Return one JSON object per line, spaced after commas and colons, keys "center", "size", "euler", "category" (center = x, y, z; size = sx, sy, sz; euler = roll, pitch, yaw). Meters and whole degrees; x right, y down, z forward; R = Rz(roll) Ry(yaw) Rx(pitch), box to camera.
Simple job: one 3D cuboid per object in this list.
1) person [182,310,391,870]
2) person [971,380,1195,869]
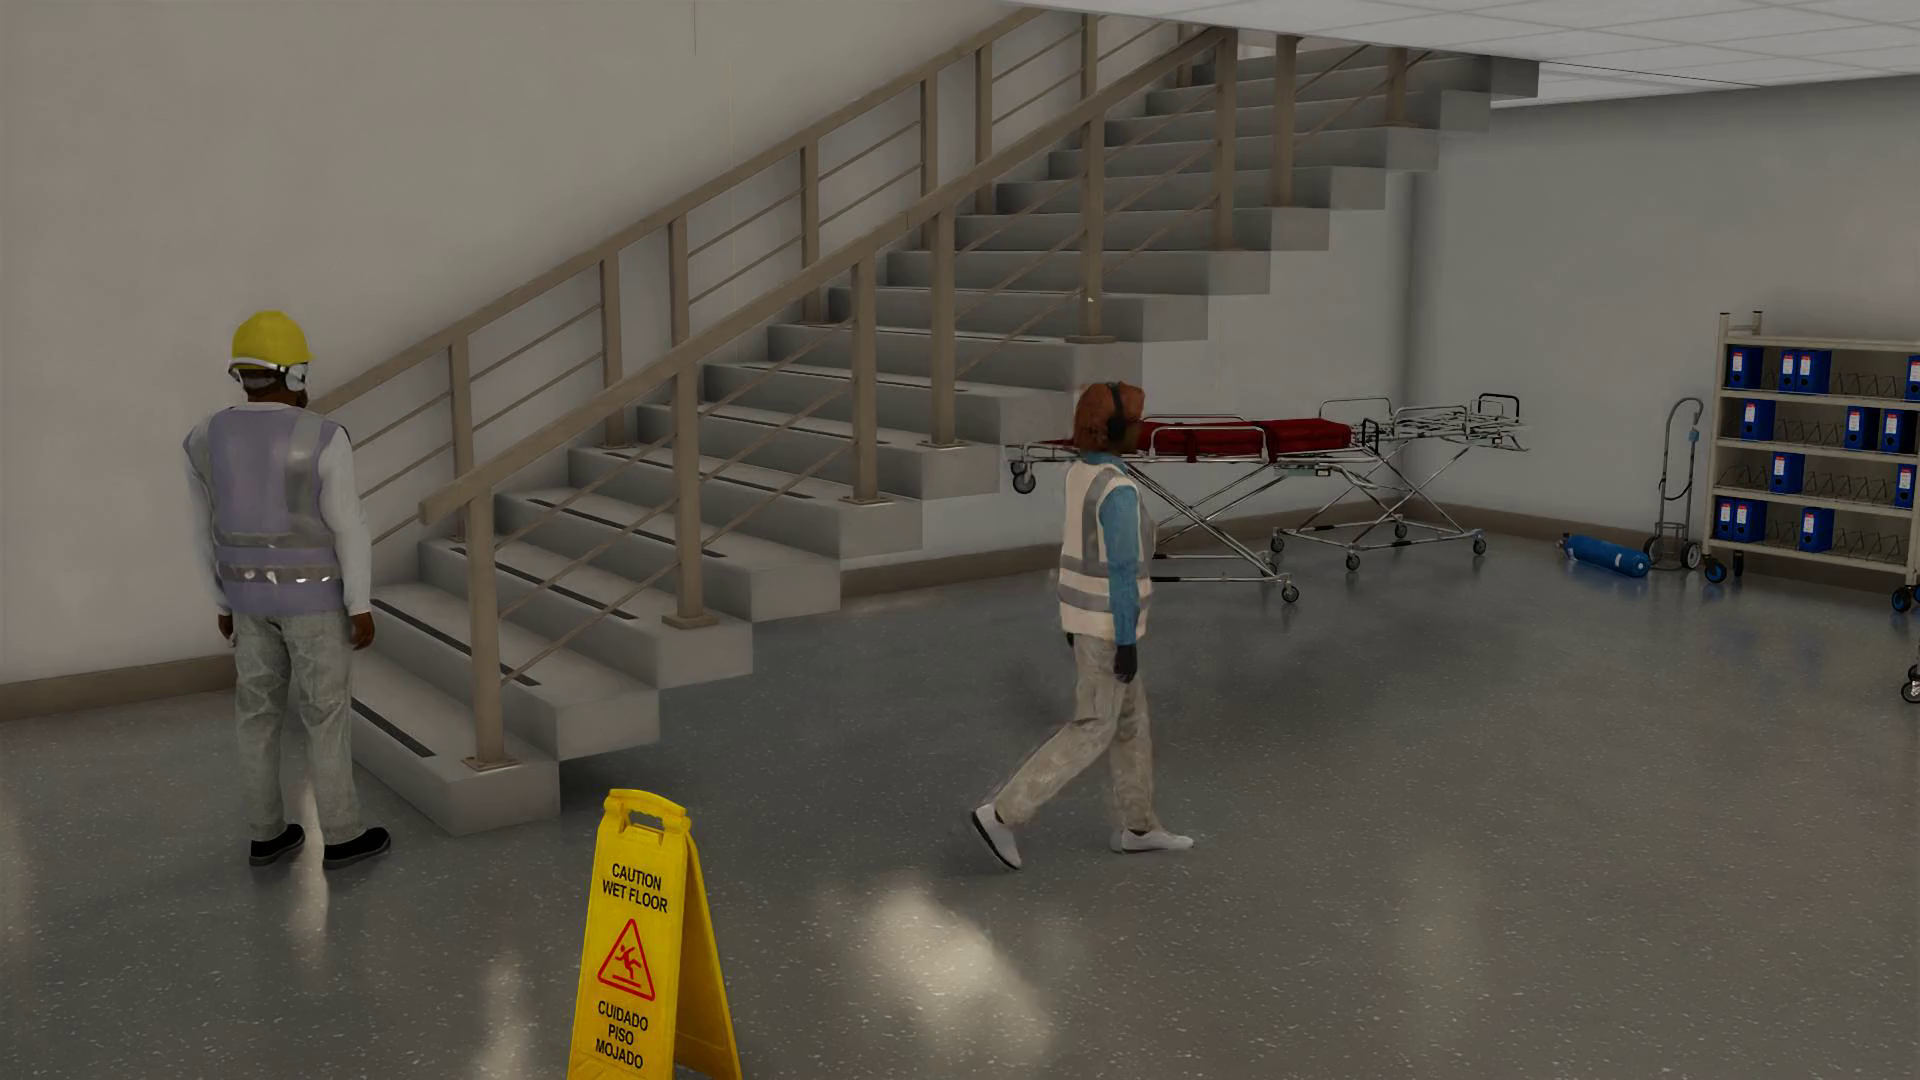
{"center": [-2.182, 0.173, 5.438], "size": [0.590, 1.836, 0.404], "euler": [2, 10, 10], "category": "person"}
{"center": [0.410, 0.287, 5.425], "size": [0.739, 1.614, 0.522], "euler": [-2, 10, -10], "category": "person"}
